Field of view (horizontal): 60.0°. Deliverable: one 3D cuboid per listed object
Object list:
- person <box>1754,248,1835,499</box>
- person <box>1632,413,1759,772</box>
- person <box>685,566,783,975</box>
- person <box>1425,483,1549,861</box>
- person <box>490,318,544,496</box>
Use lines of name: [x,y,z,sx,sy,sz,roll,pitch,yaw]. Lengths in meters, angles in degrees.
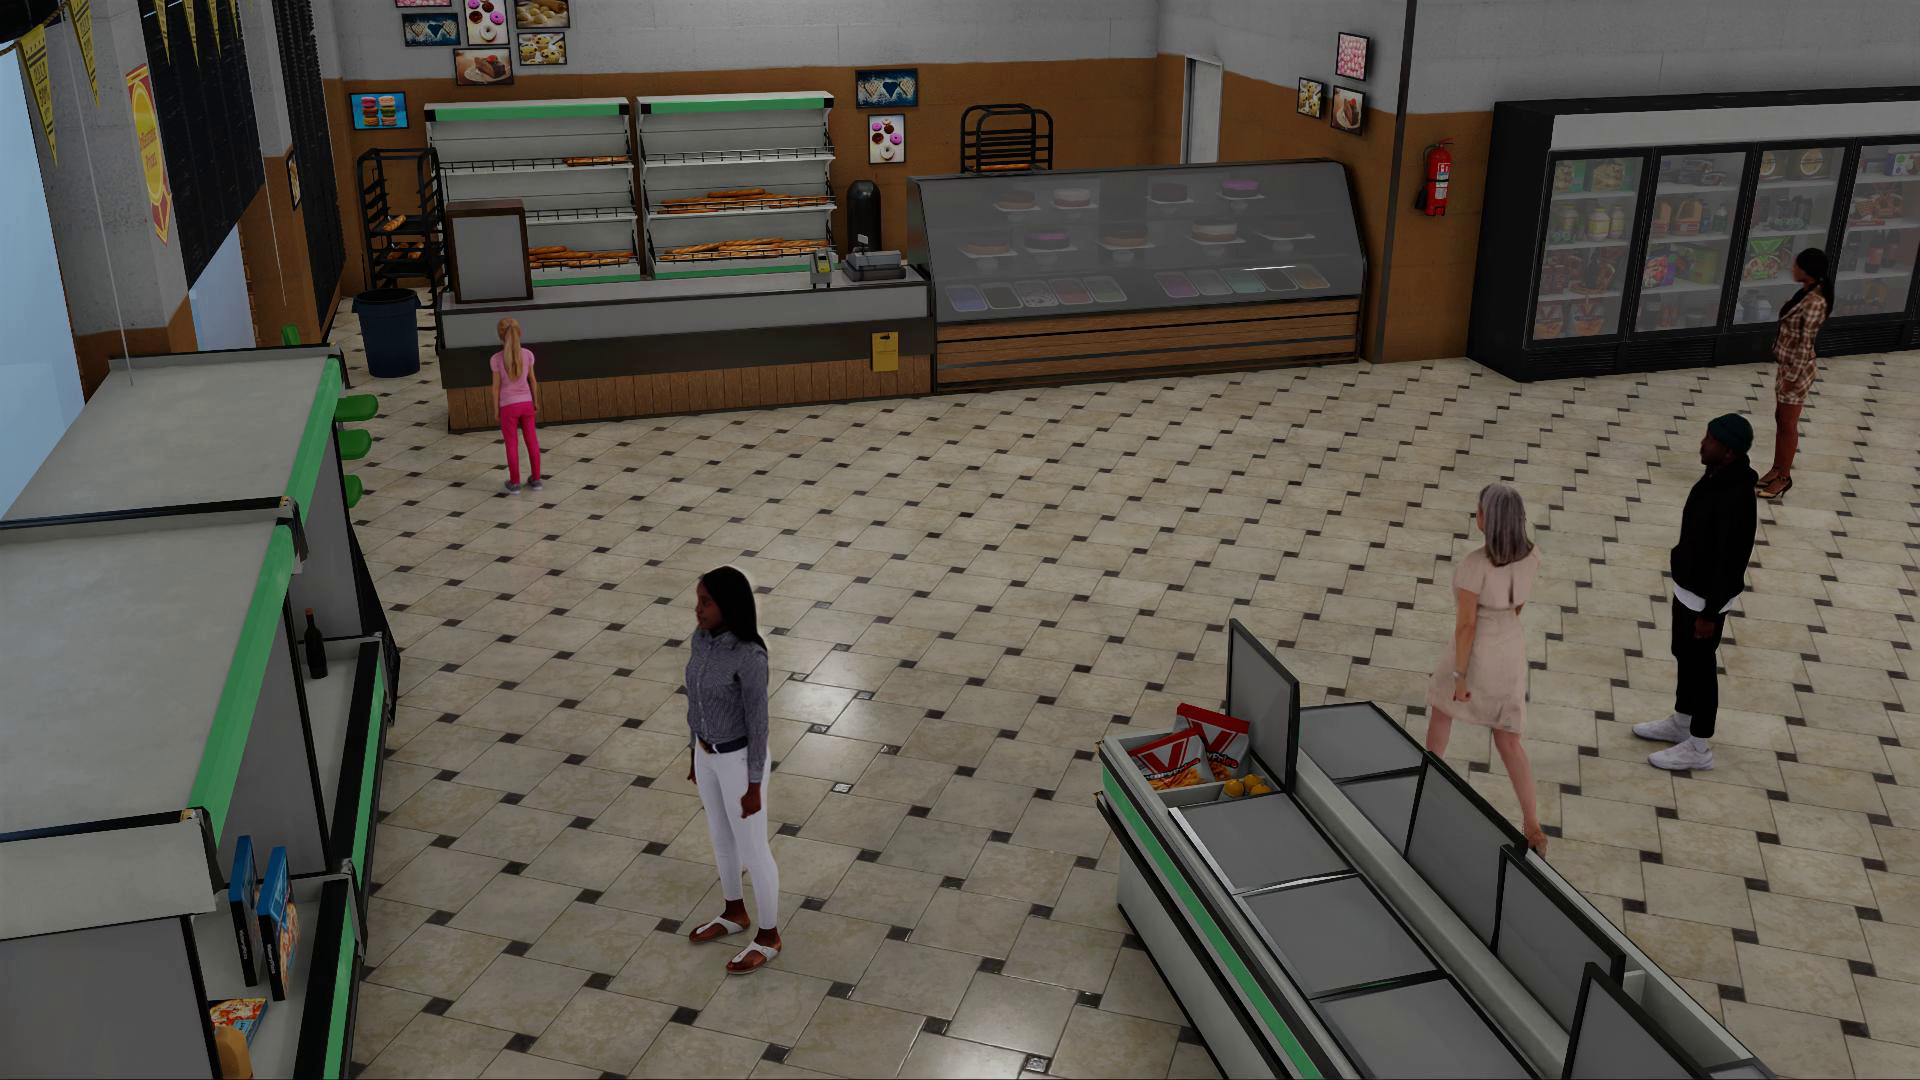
person: [5.853,-1.164,11.659,0.739,1.792,0.654,8,23,19]
person: [3.638,0.249,8.110,0.811,1.817,0.658,3,22,8]
person: [-0.907,0.902,6.610,0.729,1.724,0.592,-18,28,-38]
person: [2.395,0.621,7.351,0.686,1.692,1.190,-8,23,-20]
person: [-3.161,-0.964,11.862,0.536,1.271,0.563,-15,26,-33]
